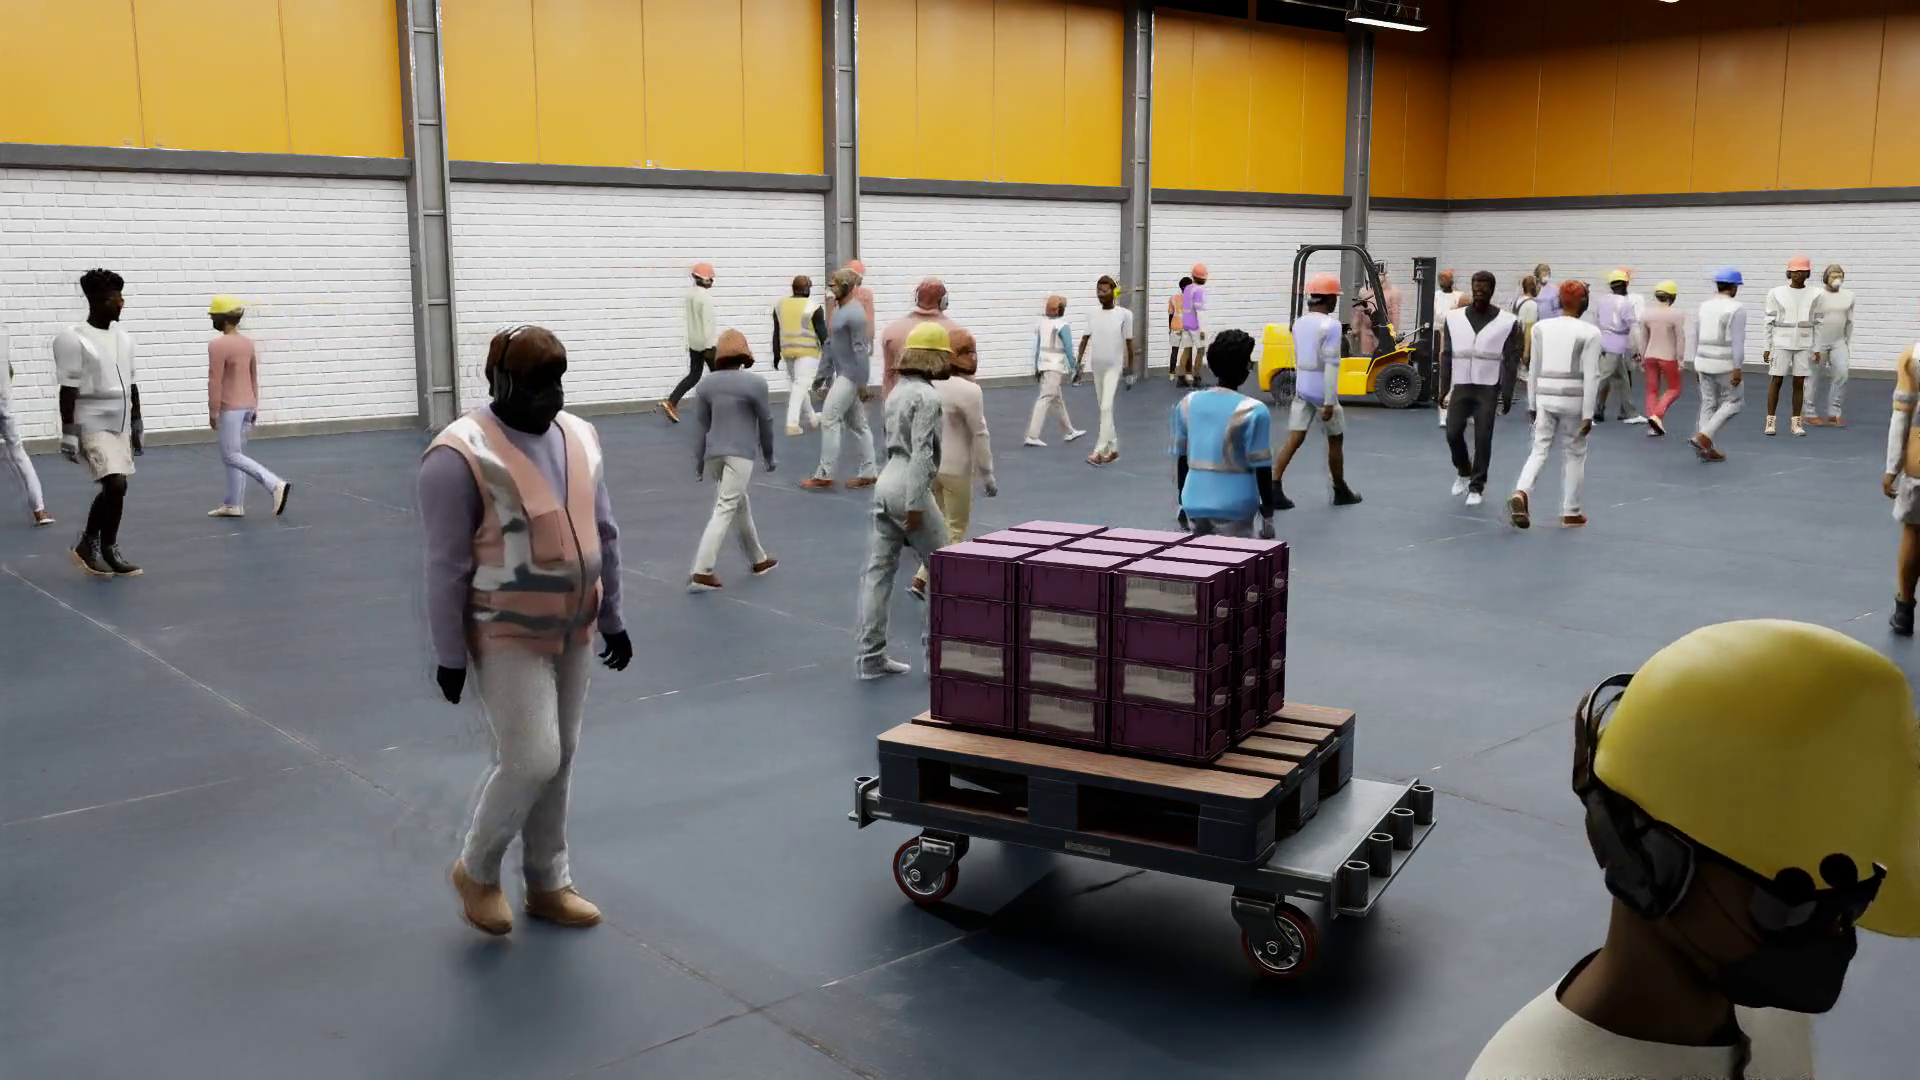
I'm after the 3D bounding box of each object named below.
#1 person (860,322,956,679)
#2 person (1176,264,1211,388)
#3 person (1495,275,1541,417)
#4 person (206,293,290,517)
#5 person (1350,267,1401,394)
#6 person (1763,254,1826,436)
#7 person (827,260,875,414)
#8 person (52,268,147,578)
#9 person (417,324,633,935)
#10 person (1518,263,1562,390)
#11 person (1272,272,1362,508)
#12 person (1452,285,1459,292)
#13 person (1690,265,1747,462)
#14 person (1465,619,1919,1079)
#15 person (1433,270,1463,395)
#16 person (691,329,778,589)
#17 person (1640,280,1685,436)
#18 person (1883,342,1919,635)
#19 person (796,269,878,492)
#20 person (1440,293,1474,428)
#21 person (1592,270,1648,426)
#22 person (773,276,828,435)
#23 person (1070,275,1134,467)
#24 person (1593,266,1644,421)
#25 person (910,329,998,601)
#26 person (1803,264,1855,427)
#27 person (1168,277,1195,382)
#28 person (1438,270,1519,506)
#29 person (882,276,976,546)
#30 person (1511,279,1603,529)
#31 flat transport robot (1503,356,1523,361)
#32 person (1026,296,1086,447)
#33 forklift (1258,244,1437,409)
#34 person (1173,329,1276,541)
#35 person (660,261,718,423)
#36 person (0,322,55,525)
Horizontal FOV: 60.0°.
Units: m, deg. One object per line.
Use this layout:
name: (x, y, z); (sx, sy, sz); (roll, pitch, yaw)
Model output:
person: (-0.206, -0.190, 8.017); (0.683, 1.696, 0.491); (-6, 11, -31)
person: (3.573, -3.282, 25.599); (0.420, 1.898, 0.629); (-4, 10, -20)
person: (7.039, -2.425, 20.907); (1.009, 1.794, 0.533); (-2, 10, -13)
person: (-5.511, -1.019, 12.760); (0.693, 1.741, 0.530); (1, 10, 8)
person: (6.051, -3.062, 24.322); (0.696, 1.895, 0.448); (8, 13, 41)
person: (9.384, -2.187, 18.740); (0.607, 2.044, 0.379); (3, 10, 15)
person: (-1.403, -2.569, 21.231); (0.657, 1.967, 0.558); (3, 10, 15)
person: (-5.325, -0.711, 10.366); (0.430, 1.944, 0.636); (2, 10, 10)
person: (-1.262, 0.283, 4.920); (0.437, 1.830, 0.643); (5, 11, 29)
person: (8.613, -3.157, 24.782); (0.670, 1.918, 0.419); (-2, 10, -12)
person: (2.834, -1.188, 13.335); (0.984, 1.899, 0.554); (-6, 11, -30)
person: (7.310, -2.972, 24.633); (0.498, 1.615, 0.677); (-4, 11, -24)
person: (7.385, -1.700, 16.194); (0.460, 1.931, 0.628); (-3, 10, -18)
person: (0.567, 0.920, 1.390); (0.526, 1.757, 0.343); (-10, 14, -44)
person: (6.844, -2.892, 23.544); (1.007, 1.831, 0.575); (-8, 13, -39)
person: (-1.407, -0.508, 10.252); (0.484, 1.578, 0.892); (6, 11, 30)
person: (7.846, -2.021, 18.581); (0.382, 1.755, 0.543); (-7, 12, -35)
person: (5.153, -0.404, 8.655); (0.574, 1.915, 0.736); (6, 11, 30)
person: (-1.090, -1.364, 14.308); (0.863, 1.903, 0.635); (-2, 10, -12)
person: (5.955, -2.126, 19.681); (0.534, 1.589, 0.857); (9, 14, 44)
person: (7.800, -2.287, 19.891); (1.024, 1.864, 0.606); (-1, 10, -7)
person: (-1.766, -2.118, 19.058); (0.657, 1.788, 0.965); (5, 11, 27)
person: (1.355, -1.620, 16.061); (0.537, 1.826, 0.943); (6, 12, 33)
person: (8.040, -2.381, 20.319); (0.561, 1.890, 0.965); (6, 11, 31)
person: (-0.025, -0.366, 9.322); (0.336, 1.620, 0.503); (-7, 12, -34)
person: (10.243, -2.270, 19.576); (0.661, 1.913, 0.741); (0, 10, -2)
person: (3.616, -3.401, 26.892); (0.532, 1.690, 0.320); (4, 10, 20)
person: (4.212, -1.235, 13.560); (0.611, 1.906, 0.441); (5, 11, 27)
person: (-0.212, -0.844, 11.316); (0.662, 1.887, 0.492); (2, 10, 14)
person: (4.385, -0.983, 12.221); (0.807, 1.862, 0.576); (-9, 13, -43)
flat transport robot: (10.207, -3.573, 32.032); (1.431, 0.197, 0.652); (7, 12, 37)
person: (1.030, -1.797, 17.753); (0.864, 1.594, 0.513); (-5, 11, -28)
forklift: (5.256, -2.933, 22.661); (2.313, 2.155, 1.214); (3, 10, 16)
person: (1.268, -0.141, 7.779); (0.434, 1.684, 0.551); (-7, 12, -37)
person: (-3.171, -2.373, 20.069); (0.921, 1.963, 0.626); (-7, 12, -35)
person: (-7.122, -0.961, 12.188); (0.392, 1.836, 0.828); (4, 11, 24)
